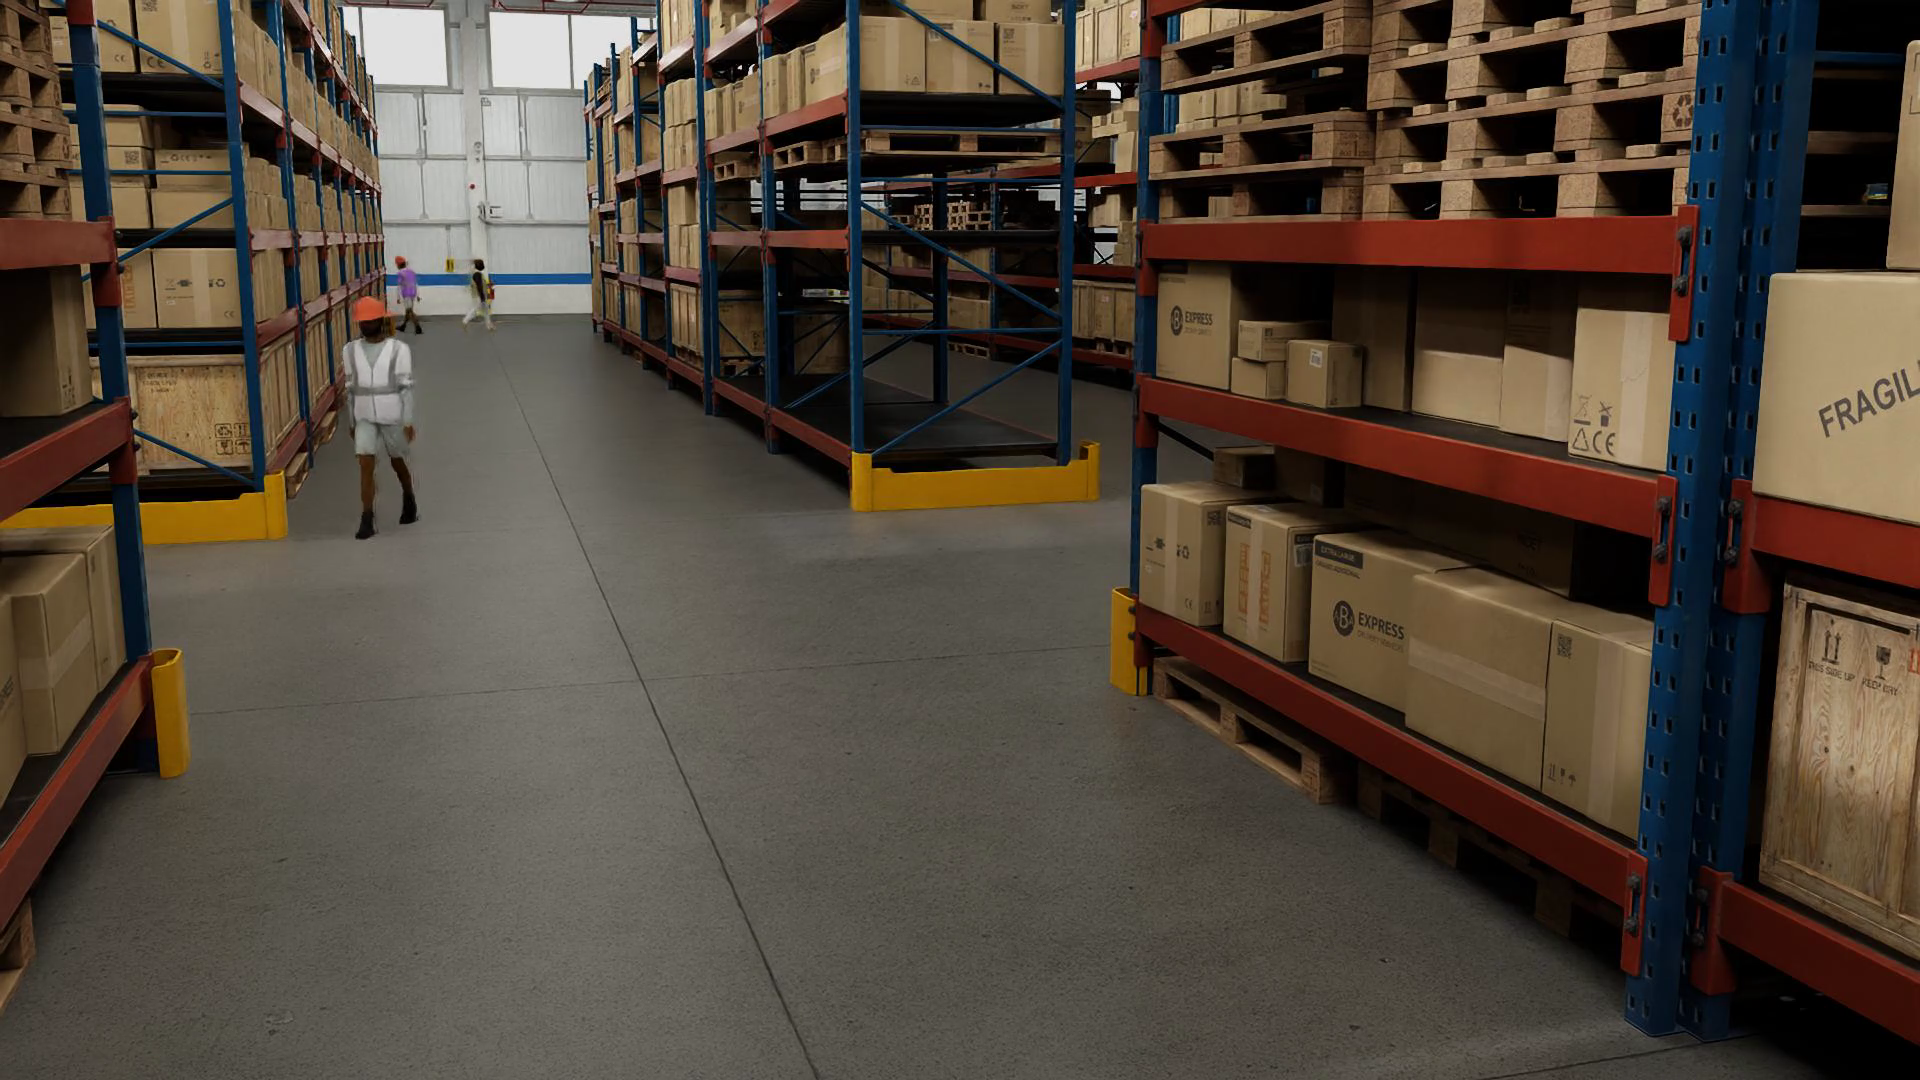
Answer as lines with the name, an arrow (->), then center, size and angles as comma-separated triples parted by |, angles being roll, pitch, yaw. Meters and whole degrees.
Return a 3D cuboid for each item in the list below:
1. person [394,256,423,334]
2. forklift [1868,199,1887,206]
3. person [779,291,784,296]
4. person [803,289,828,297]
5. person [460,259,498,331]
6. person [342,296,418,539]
person -> -13.483, -5.945, 40.431 | 0.984, 1.872, 0.608 | 5, 12, 26
forklift -> 11.338, -2.915, 21.052 | 1.129, 2.768, 1.873 | -3, 11, -17
person -> -3.549, -4.870, 34.900 | 0.512, 1.725, 0.413 | 0, 10, -1
person -> -3.403, -5.720, 39.007 | 0.622, 1.934, 0.593 | -1, 10, -5
person -> -12.036, -6.101, 41.450 | 0.841, 1.815, 0.624 | -2, 10, -9
person -> -4.627, -1.002, 13.307 | 0.557, 1.889, 0.983 | -1, 10, -5
